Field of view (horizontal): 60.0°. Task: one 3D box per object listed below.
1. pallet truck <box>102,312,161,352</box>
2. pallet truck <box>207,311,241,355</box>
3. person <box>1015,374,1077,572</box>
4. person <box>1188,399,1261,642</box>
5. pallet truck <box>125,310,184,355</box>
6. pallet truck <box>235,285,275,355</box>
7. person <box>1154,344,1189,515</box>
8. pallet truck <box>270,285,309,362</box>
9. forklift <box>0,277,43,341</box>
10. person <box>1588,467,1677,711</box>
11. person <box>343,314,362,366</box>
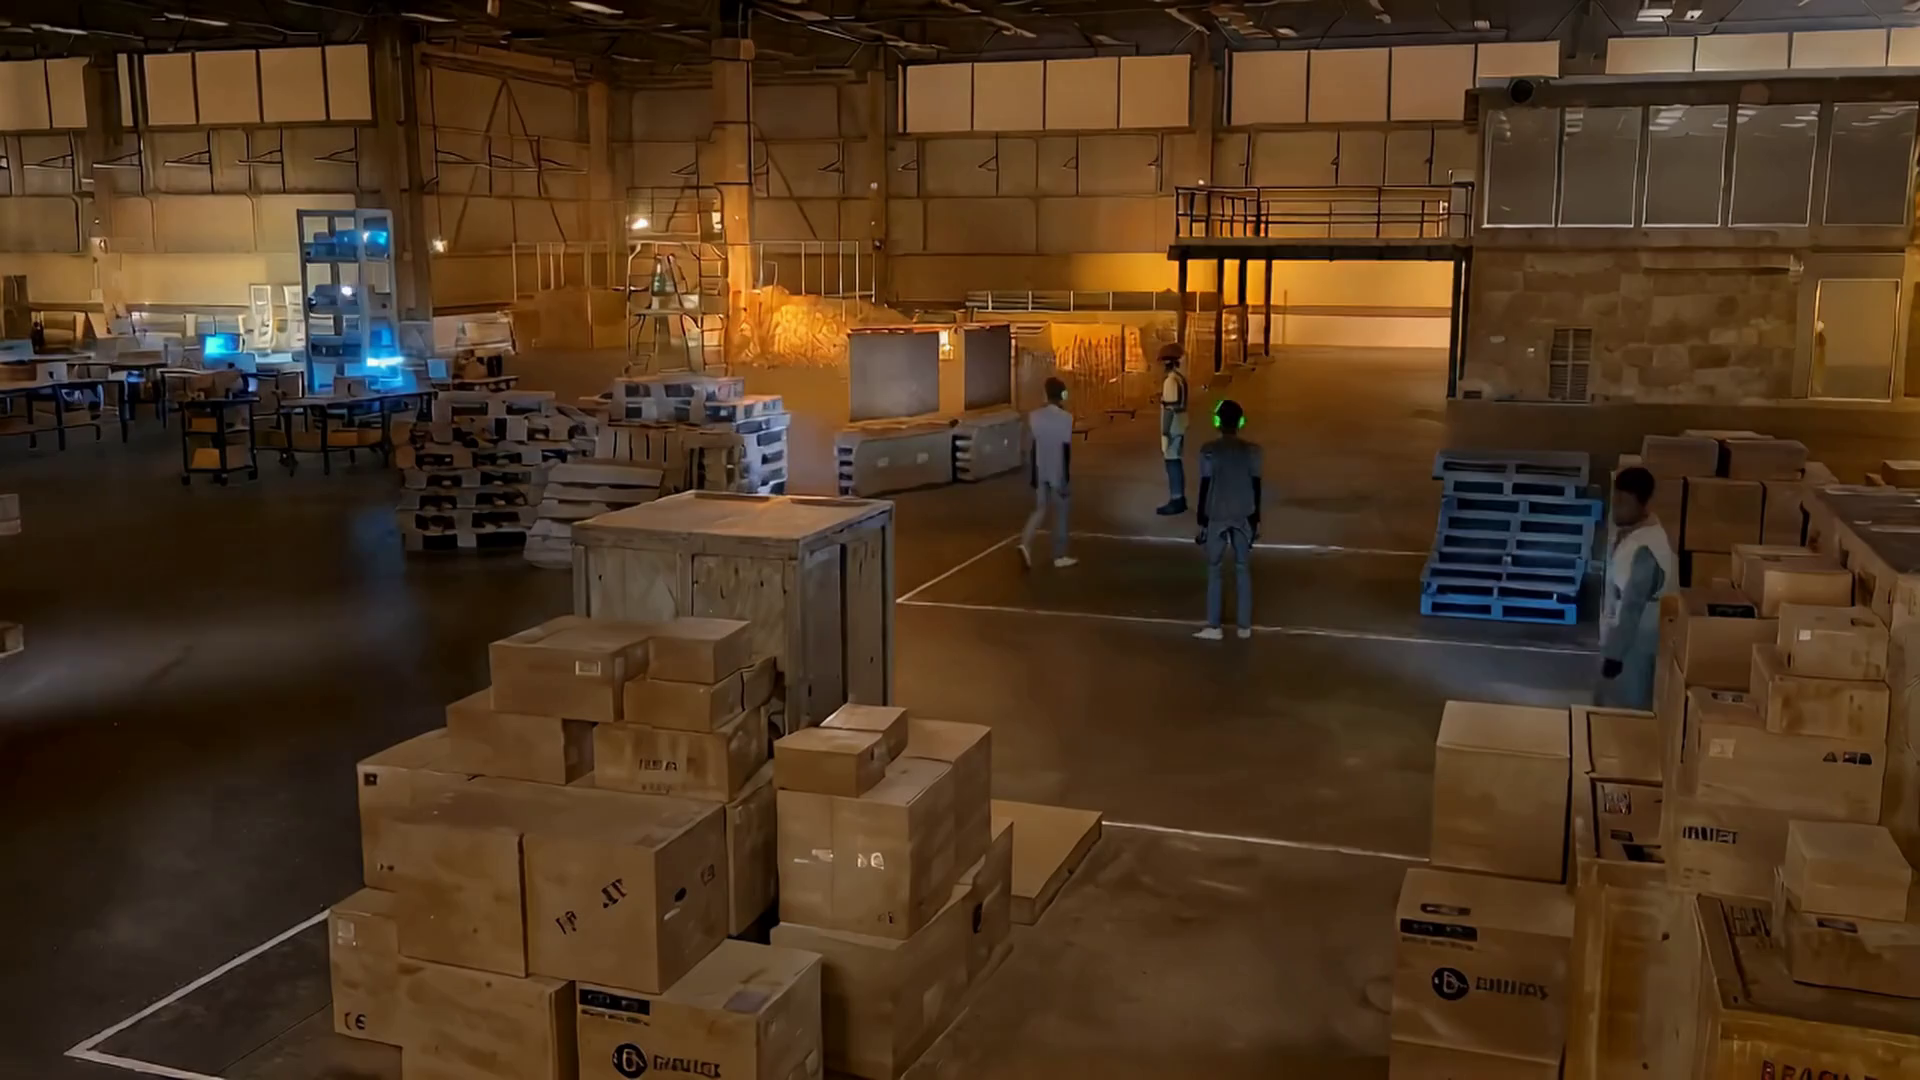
[{"bbox_3d":[-23.057,-5.777,46.261,0.680,1.201,1.601,3,11,19],"label":"pallet truck"},{"bbox_3d":[-19.537,-5.575,44.913,0.653,1.274,1.630,3,11,19],"label":"pallet truck"},{"bbox_3d":[0.809,-0.615,15.457,0.529,1.849,0.794,8,13,37],"label":"person"},{"bbox_3d":[2.045,-0.138,12.753,0.563,1.857,0.334,-2,10,-10],"label":"person"},{"bbox_3d":[-22.038,-5.665,45.457,0.704,1.261,1.522,3,11,17],"label":"pallet truck"},{"bbox_3d":[-18.327,-5.835,44.421,0.823,1.965,1.885,4,11,23],"label":"pallet truck"},{"bbox_3d":[2.383,-1.241,18.763,0.383,1.929,0.539,4,11,21],"label":"person"},{"bbox_3d":[-17.147,-5.700,43.663,0.823,1.965,1.885,3,11,17],"label":"pallet truck"},{"bbox_3d":[-27.151,-6.329,46.328,1.157,1.987,2.680,3,11,17],"label":"forklift"},{"bbox_3d":[3.625,0.511,9.054,0.709,1.859,0.686,2,10,10],"label":"person"},{"bbox_3d":[-15.146,-5.314,41.838,0.897,1.873,0.649,-7,12,-35],"label":"person"}]
